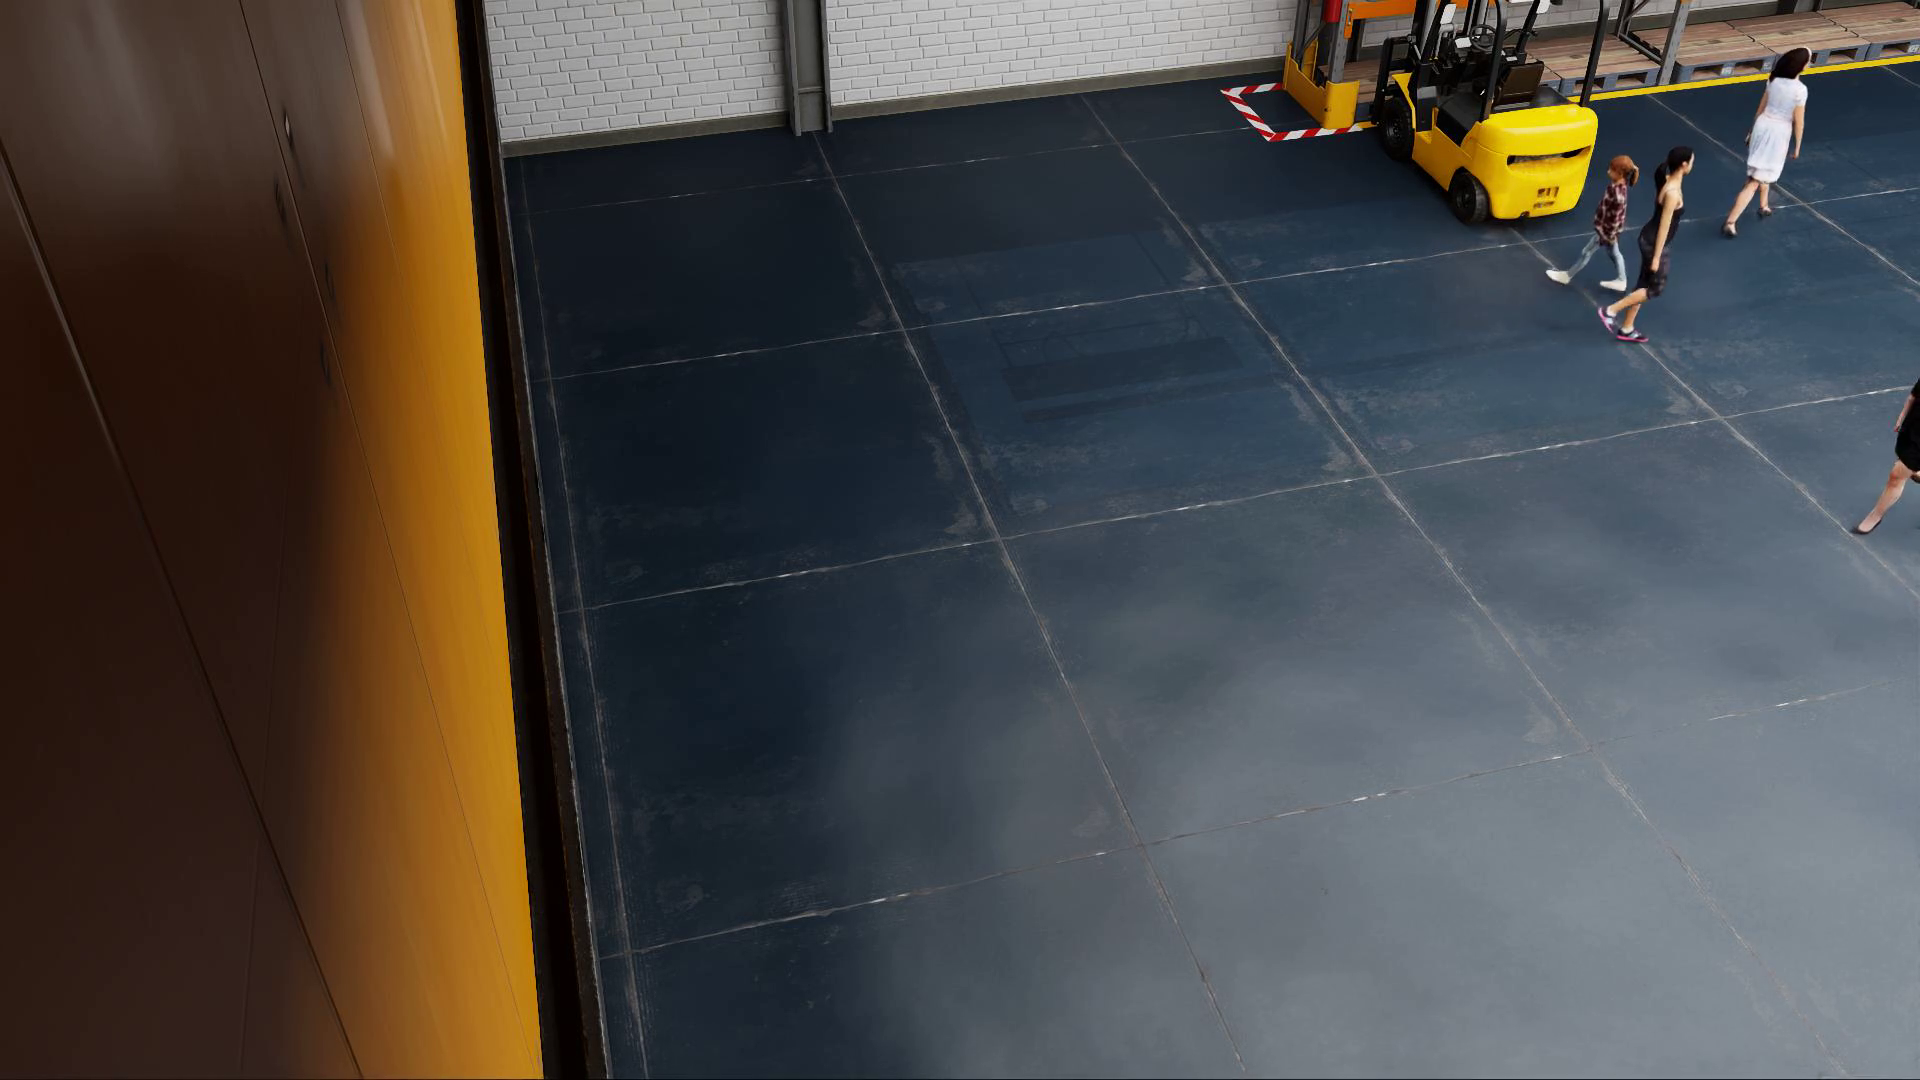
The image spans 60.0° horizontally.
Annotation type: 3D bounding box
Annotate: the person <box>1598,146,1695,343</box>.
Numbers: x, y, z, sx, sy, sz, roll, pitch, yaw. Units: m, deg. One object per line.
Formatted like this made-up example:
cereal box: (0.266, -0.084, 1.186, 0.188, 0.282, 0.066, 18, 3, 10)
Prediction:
person: (5.632, -2.425, 13.733, 0.825, 1.714, 0.761, 9, 40, 11)

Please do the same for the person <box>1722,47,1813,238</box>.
person: (7.271, -3.558, 15.092, 1.063, 1.789, 0.763, -17, 42, -20)

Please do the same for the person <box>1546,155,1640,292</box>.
person: (5.704, -2.707, 14.447, 0.995, 1.264, 0.865, 14, 41, 17)

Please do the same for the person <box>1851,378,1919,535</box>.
person: (6.814, -0.733, 11.646, 0.991, 1.674, 0.649, -6, 39, -8)
